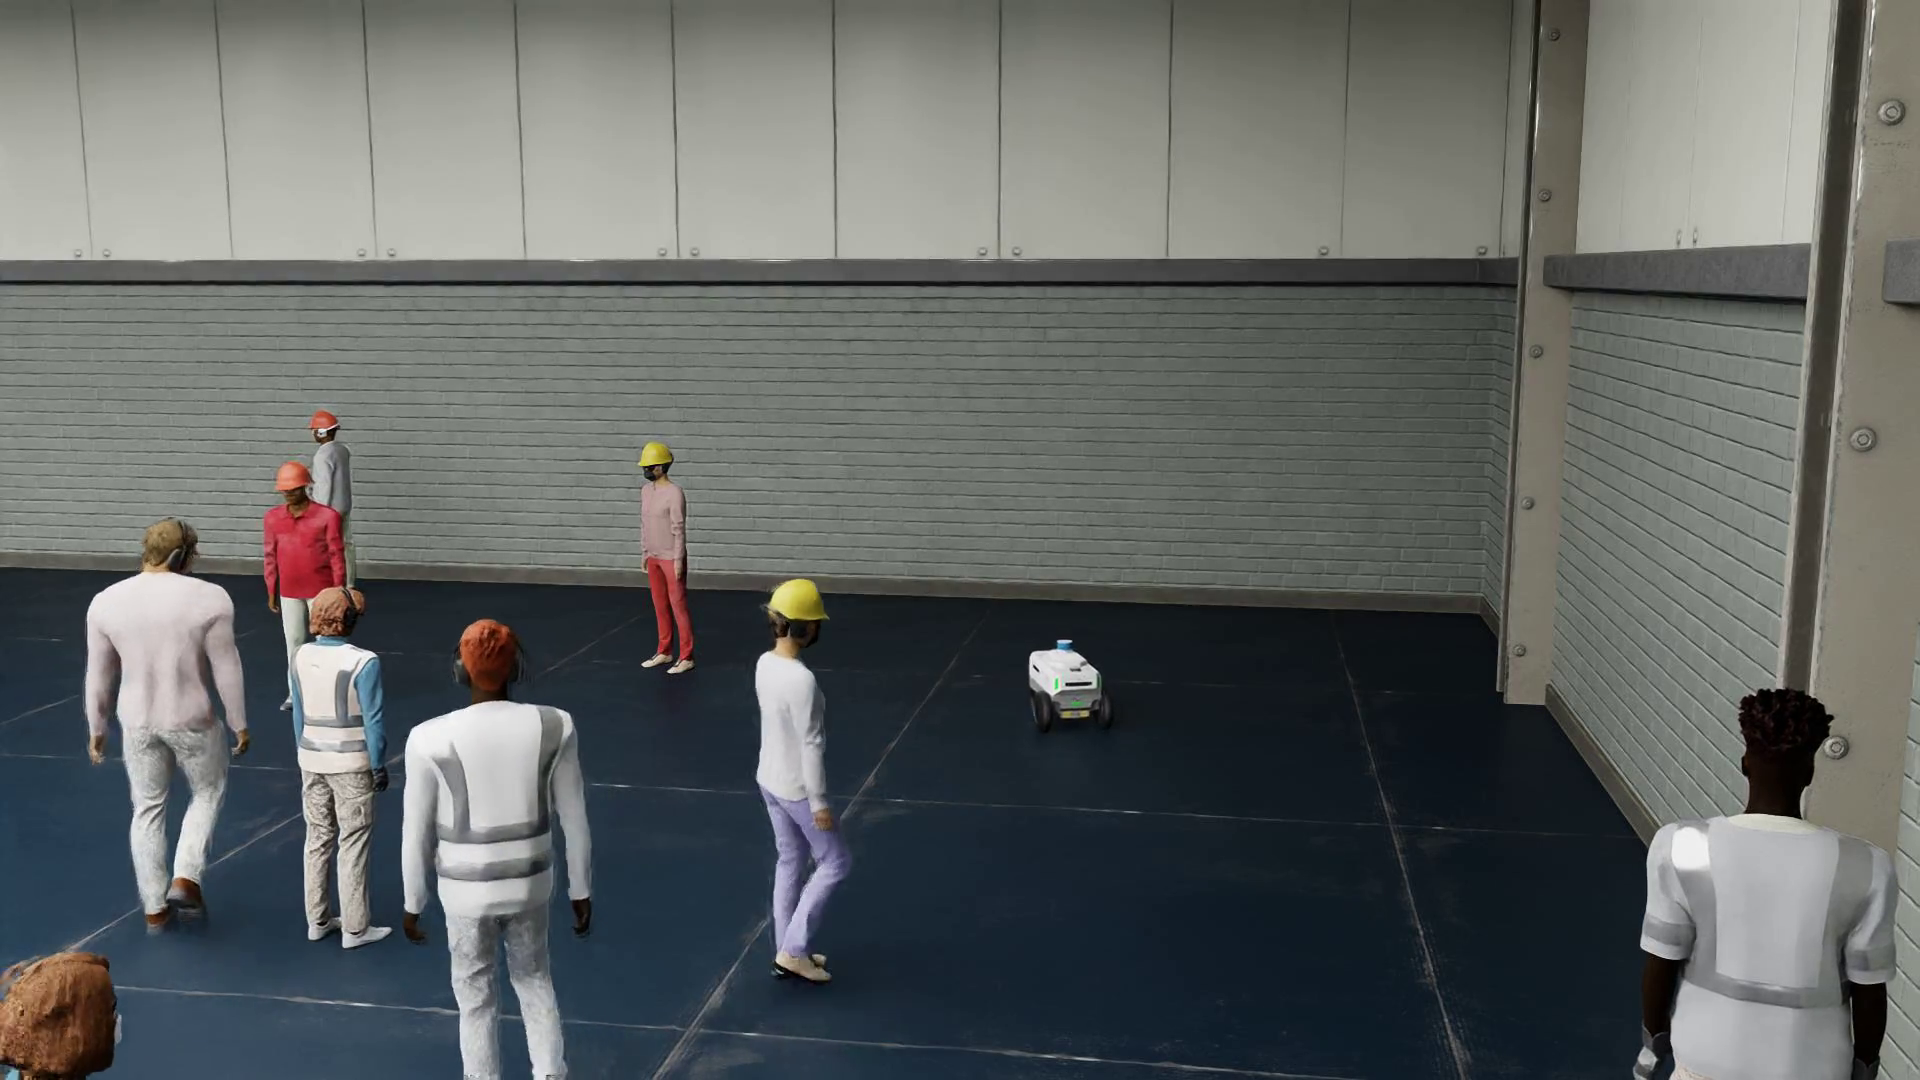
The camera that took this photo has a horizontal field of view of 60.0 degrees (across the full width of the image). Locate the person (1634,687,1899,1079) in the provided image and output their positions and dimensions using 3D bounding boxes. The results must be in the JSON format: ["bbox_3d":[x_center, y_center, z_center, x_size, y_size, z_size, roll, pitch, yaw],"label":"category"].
[{"bbox_3d":[2.107,1.350,4.397,0.603,1.966,0.368,4,10,23],"label":"person"}]

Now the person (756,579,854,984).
[{"bbox_3d":[-0.673,1.030,7.018,0.352,1.754,0.557,-5,11,-29],"label":"person"}]

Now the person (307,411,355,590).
[{"bbox_3d":[-5.804,-0.317,15.331,0.335,1.753,0.563,0,9,1],"label":"person"}]

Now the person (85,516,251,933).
[{"bbox_3d":[-3.640,0.847,7.652,0.729,1.915,0.435,-1,9,-8],"label":"person"}]

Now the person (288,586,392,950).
[{"bbox_3d":[-2.795,1.019,7.493,0.504,1.630,0.323,4,10,25],"label":"person"}]

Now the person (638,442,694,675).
[{"bbox_3d":[-2.250,0.133,12.556,0.350,1.758,0.523,-9,13,-43],"label":"person"}]

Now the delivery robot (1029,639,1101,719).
[{"bbox_3d":[0.701,0.911,11.156,0.477,0.478,0.707,-2,9,-11],"label":"delivery robot"}]

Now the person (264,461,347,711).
[{"bbox_3d":[-4.509,0.321,11.434,0.574,1.743,0.355,1,9,4],"label":"person"}]

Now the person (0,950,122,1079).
[{"bbox_3d":[-1.970,1.666,3.636,0.874,1.581,0.506,-6,11,-31],"label":"person"}]

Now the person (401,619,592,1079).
[{"bbox_3d":[-1.562,1.196,5.648,0.601,1.869,0.456,-5,10,-28],"label":"person"}]
